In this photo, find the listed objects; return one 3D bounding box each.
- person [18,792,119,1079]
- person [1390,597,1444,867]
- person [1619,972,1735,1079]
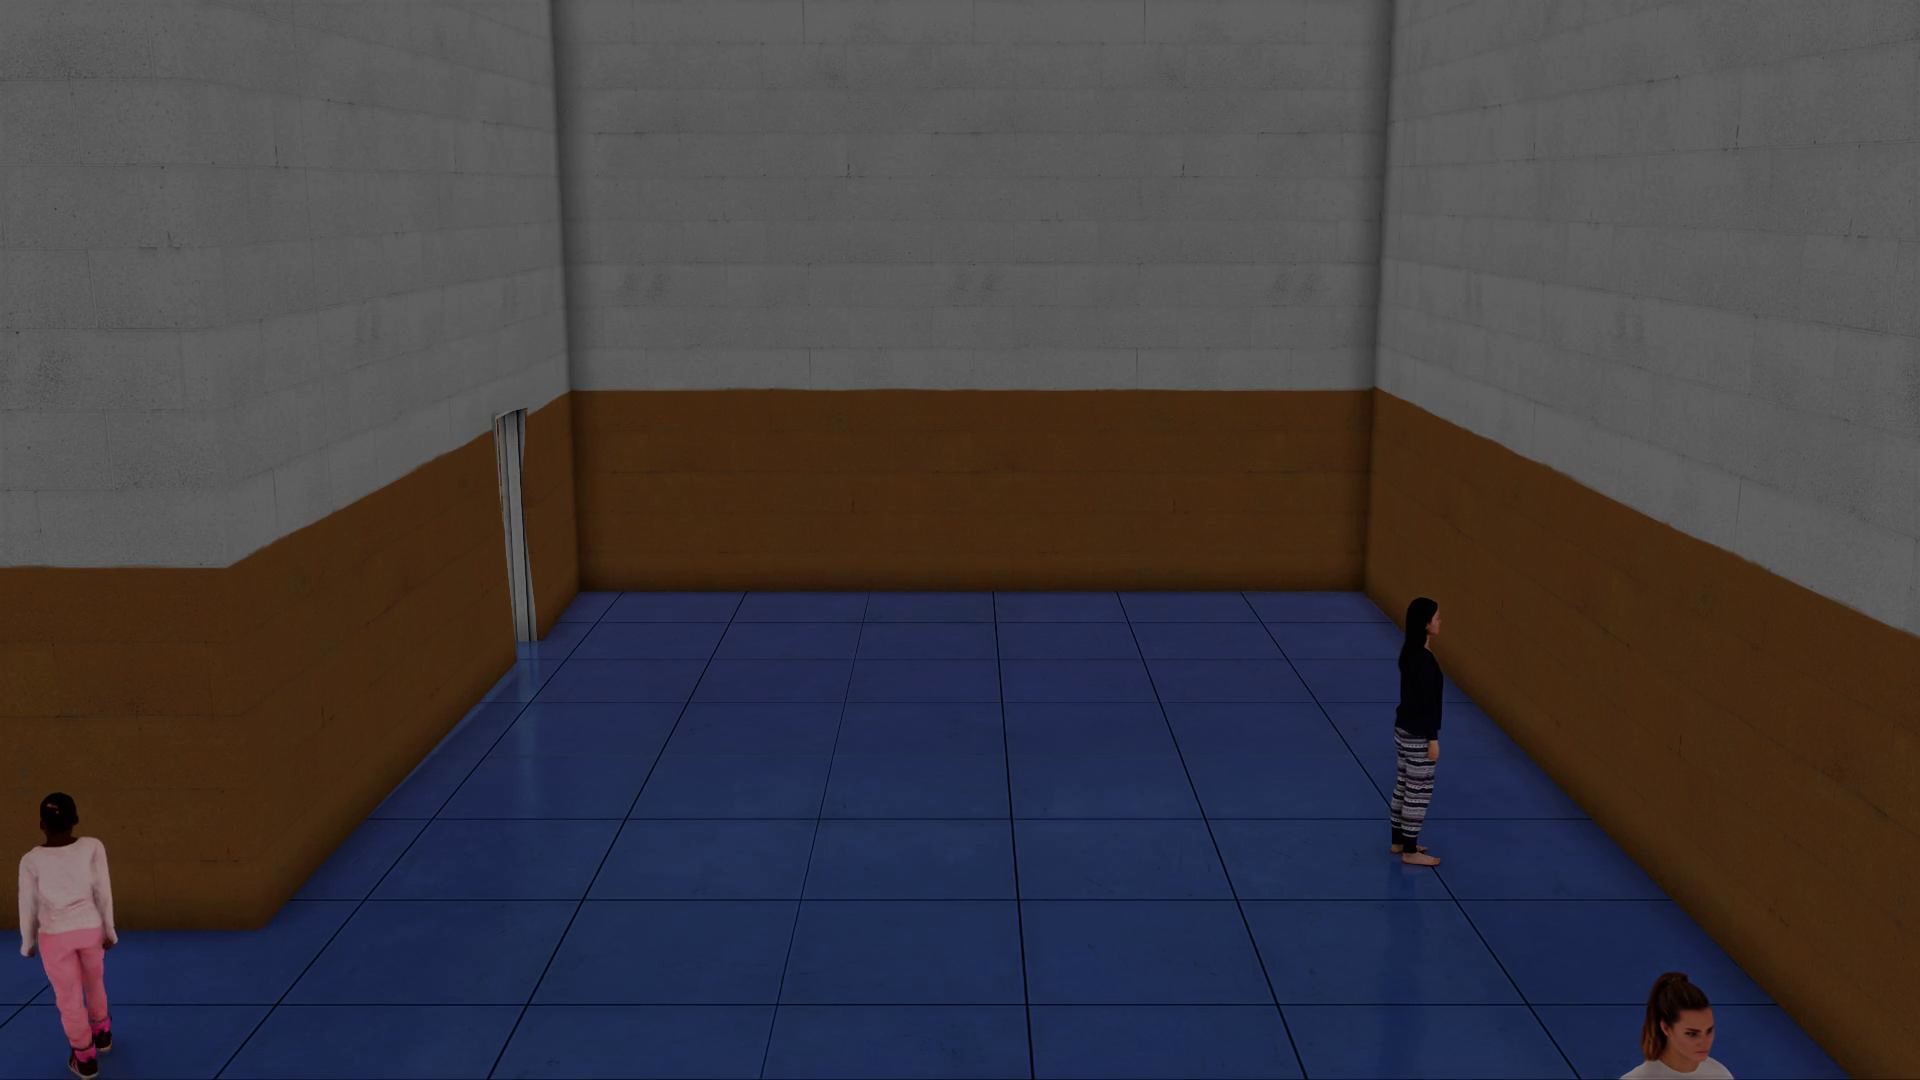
[{"bbox_3d":[-4.273,1.913,8.028,0.759,1.434,0.699,11,16,43],"label":"person"},{"bbox_3d":[2.920,1.210,10.637,0.536,1.735,0.618,-1,12,-4],"label":"person"},{"bbox_3d":[2.363,2.282,5.579,0.574,1.720,0.729,-4,12,-17],"label":"person"}]
